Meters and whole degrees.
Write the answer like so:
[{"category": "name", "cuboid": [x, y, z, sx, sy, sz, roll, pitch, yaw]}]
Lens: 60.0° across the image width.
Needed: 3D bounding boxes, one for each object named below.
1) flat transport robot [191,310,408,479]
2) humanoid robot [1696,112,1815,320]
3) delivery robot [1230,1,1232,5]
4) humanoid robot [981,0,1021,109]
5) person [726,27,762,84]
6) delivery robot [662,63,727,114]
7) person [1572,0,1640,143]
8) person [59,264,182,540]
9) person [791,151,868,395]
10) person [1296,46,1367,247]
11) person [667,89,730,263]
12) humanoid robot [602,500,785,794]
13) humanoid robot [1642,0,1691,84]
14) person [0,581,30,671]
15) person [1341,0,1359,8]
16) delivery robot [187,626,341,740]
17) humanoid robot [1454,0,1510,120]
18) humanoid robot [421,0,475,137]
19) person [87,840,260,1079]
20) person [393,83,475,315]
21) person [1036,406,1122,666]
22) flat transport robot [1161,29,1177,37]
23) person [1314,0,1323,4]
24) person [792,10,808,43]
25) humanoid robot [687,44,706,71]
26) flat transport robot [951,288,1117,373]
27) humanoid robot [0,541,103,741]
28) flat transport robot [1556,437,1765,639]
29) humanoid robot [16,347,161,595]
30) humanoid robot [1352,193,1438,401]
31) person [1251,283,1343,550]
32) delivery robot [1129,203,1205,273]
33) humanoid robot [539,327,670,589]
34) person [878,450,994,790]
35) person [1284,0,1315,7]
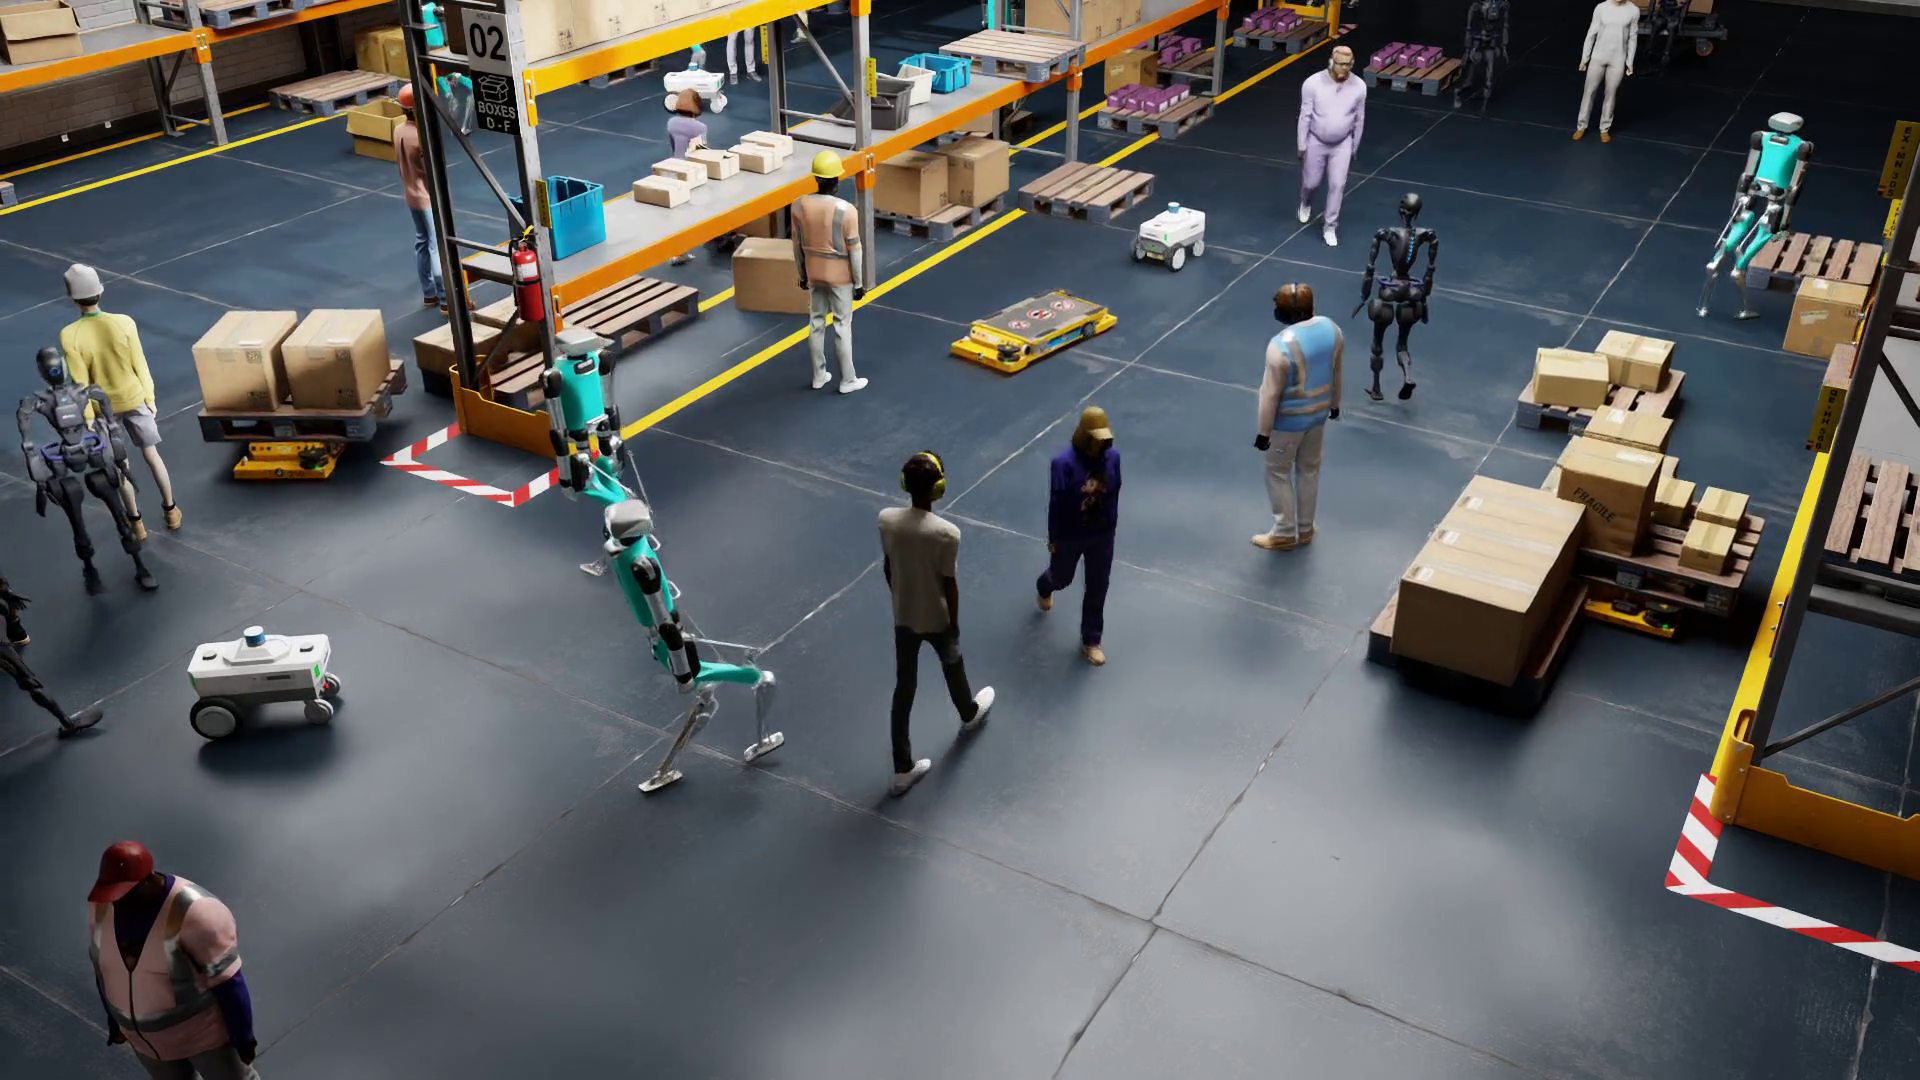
[{"category": "flat transport robot", "cuboid": [-4.855, -0.853, 12.451, 0.659, 0.231, 1.431, 0, 29, 0]}, {"category": "humanoid robot", "cuboid": [6.748, -2.704, 14.253, 0.790, 1.797, 0.531, -21, 36, -33]}, {"category": "delivery robot", "cuboid": [3.813, -8.495, 25.672, 0.790, 0.589, 0.499, 12, 32, 21]}, {"category": "humanoid robot", "cuboid": [0.607, -5.860, 19.681, 0.533, 1.677, 0.735, 20, 35, 31]}, {"category": "person", "cuboid": [-2.823, -6.897, 21.437, 0.489, 1.949, 0.420, -14, 32, -22]}, {"category": "delivery robot", "cuboid": [-3.279, -5.568, 20.496, 0.782, 0.589, 0.499, 2, 30, 4]}, {"category": "person", "cuboid": [7.425, -5.516, 19.049, 0.582, 1.894, 0.372, 9, 31, 16]}, {"category": "person", "cuboid": [-5.497, -0.887, 10.864, 0.472, 1.894, 0.385, -20, 35, -31]}, {"category": "person", "cuboid": [-1.009, -2.062, 12.905, 0.584, 1.927, 0.364, 13, 32, 21]}, {"category": "person", "cuboid": [3.575, -3.859, 16.125, 0.643, 1.879, 0.722, 2, 30, 4]}, {"category": "person", "cuboid": [-2.494, -3.440, 15.679, 0.561, 1.580, 0.823, 17, 34, 28]}, {"category": "humanoid robot", "cuboid": [-1.275, 0.510, 8.587, 1.008, 1.749, 0.543, -16, 33, -25]}, {"category": "humanoid robot", "cuboid": [9.193, -6.779, 21.509, 0.469, 1.647, 0.597, -20, 35, -31]}, {"category": "person", "cuboid": [-5.765, -0.143, 9.485, 0.374, 1.958, 0.605, -8, 30, -13]}, {"category": "person", "cuboid": [6.022, -9.086, 25.513, 0.335, 1.742, 0.561, -22, 36, -33]}, {"category": "delivery robot", "cuboid": [-3.917, 0.770, 9.309, 0.811, 0.613, 0.499, -4, 30, -8]}, {"category": "humanoid robot", "cuboid": [6.311, -5.961, 20.074, 0.583, 1.641, 0.625, -5, 30, -9]}, {"category": "humanoid robot", "cuboid": [-5.870, -5.440, 19.184, 0.543, 1.881, 0.764, 13, 32, 21]}, {"category": "person", "cuboid": [-2.927, 1.815, 6.236, 0.595, 1.746, 0.418, 5, 30, 8]}, {"category": "person", "cuboid": [-4.601, -2.947, 14.402, 0.380, 1.995, 0.608, -24, 38, -36]}, {"category": "person", "cuboid": [0.689, -0.096, 9.755, 0.466, 1.597, 0.658, -8, 30, -14]}, {"category": "flat transport robot", "cuboid": [2.492, -6.952, 23.239, 0.659, 0.231, 1.431, 17, 33, 27]}, {"category": "person", "cuboid": [5.740, -9.190, 25.599, 0.624, 1.846, 0.429, 18, 34, 29]}, {"category": "person", "cuboid": [-2.304, -7.912, 23.463, 0.320, 1.731, 0.661, -6, 30, -11]}, {"category": "humanoid robot", "cuboid": [-3.496, -6.652, 21.243, 0.703, 1.820, 0.542, -10, 31, -16]}, {"category": "flat transport robot", "cuboid": [0.642, -1.788, 14.105, 0.659, 0.231, 1.431, 24, 37, 36]}, {"category": "humanoid robot", "cuboid": [-5.191, 0.376, 8.901, 0.780, 1.630, 0.601, -10, 31, -17]}, {"category": "flat transport robot", "cuboid": [4.382, 0.155, 10.667, 0.659, 0.231, 1.431, 17, 34, 27]}, {"category": "humanoid robot", "cuboid": [-5.420, -0.417, 10.250, 0.585, 1.646, 0.378, -21, 36, -33]}, {"category": "humanoid robot", "cuboid": [3.346, -1.814, 12.724, 0.596, 1.646, 0.493, -3, 30, -5]}, {"category": "person", "cuboid": [2.186, -0.802, 10.795, 0.747, 1.826, 0.434, -20, 35, -32]}, {"category": "delivery robot", "cuboid": [2.008, -2.900, 15.773, 0.499, 0.587, 0.785, 23, 36, 34]}, {"category": "humanoid robot", "cuboid": [-2.065, -0.387, 10.197, 1.017, 1.788, 0.531, 18, 34, 29]}, {"category": "person", "cuboid": [-0.134, 0.365, 8.716, 0.528, 1.817, 0.961, 15, 33, 24]}, {"category": "person", "cuboid": [5.135, -8.932, 25.175, 0.789, 1.830, 0.524, 23, 37, 34]}]
